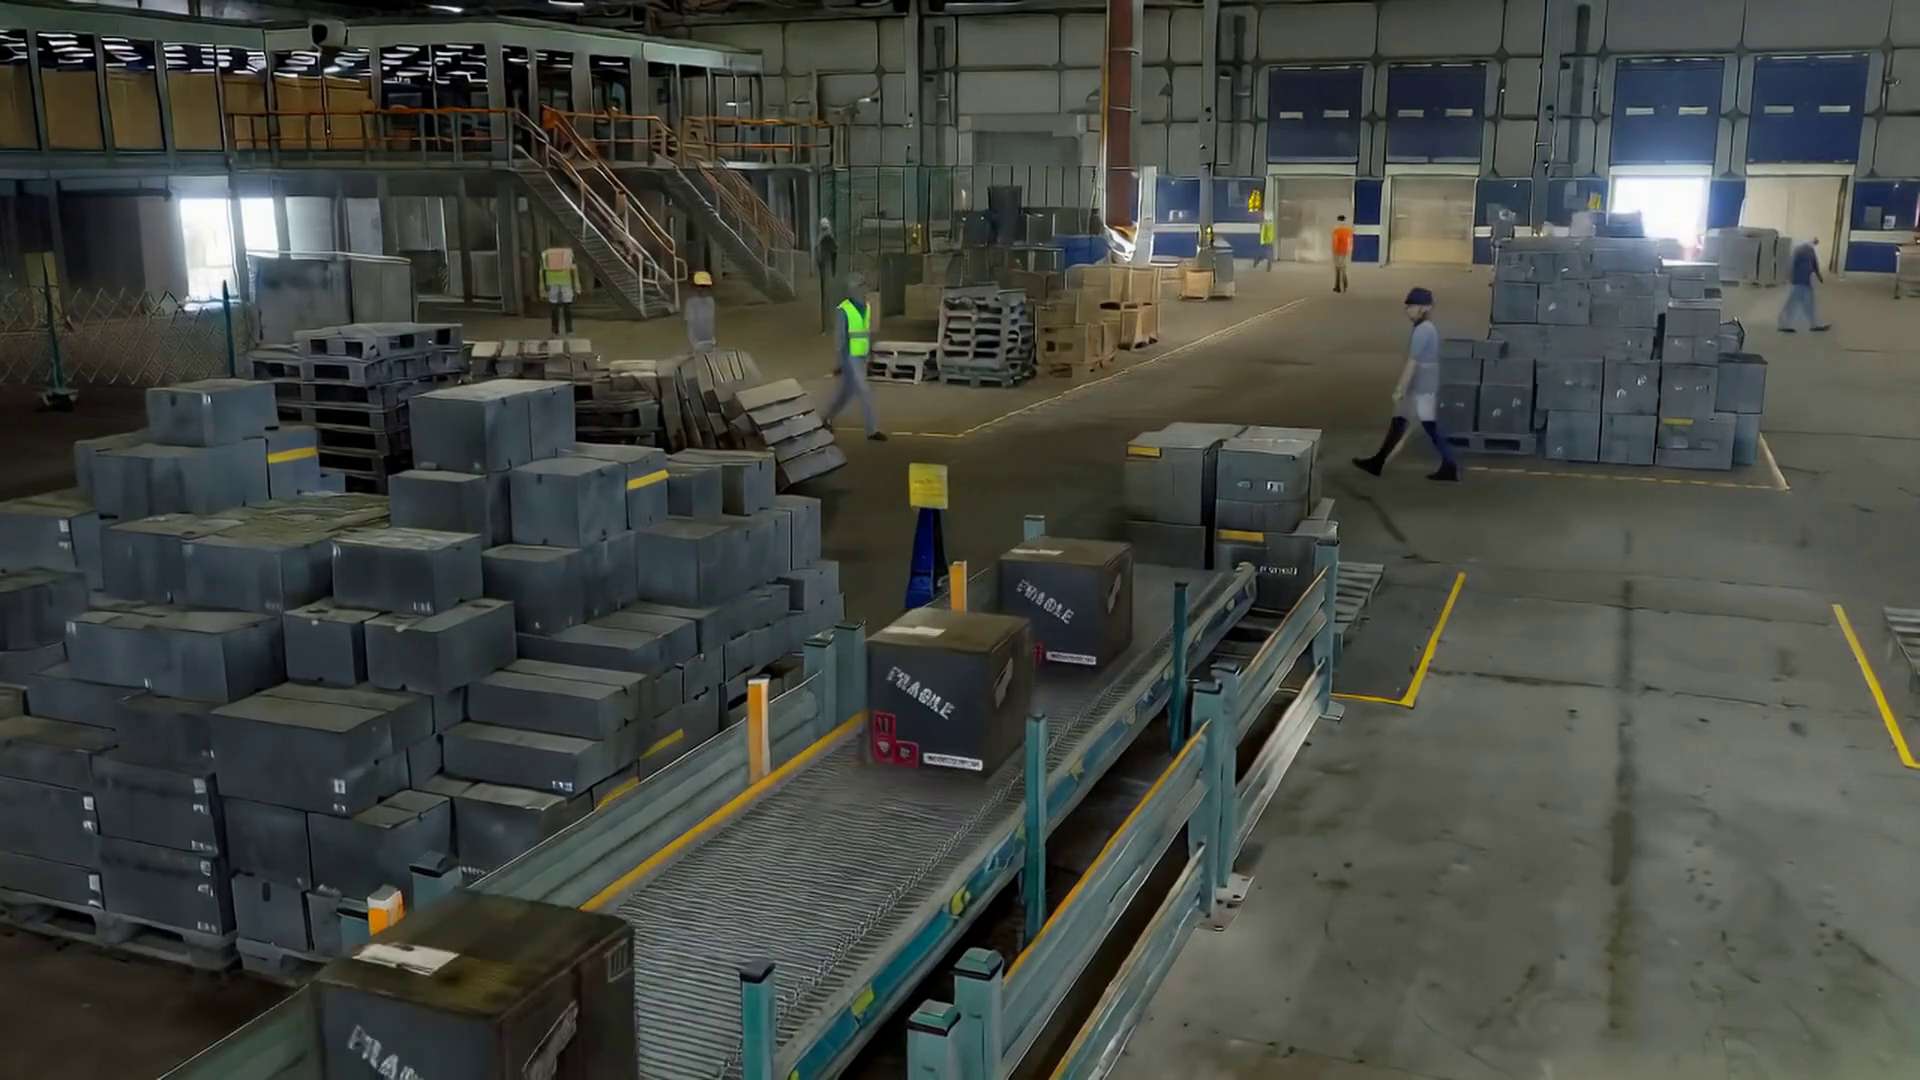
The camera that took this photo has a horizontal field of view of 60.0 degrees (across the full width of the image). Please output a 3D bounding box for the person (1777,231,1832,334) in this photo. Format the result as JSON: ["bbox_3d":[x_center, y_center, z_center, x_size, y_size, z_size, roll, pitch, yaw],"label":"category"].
[{"bbox_3d":[15.706,-4.760,30.780,0.996,1.883,0.643,9,16,36],"label":"person"}]

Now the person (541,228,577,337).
[{"bbox_3d":[-7.282,-4.673,30.212,0.601,1.967,0.369,0,13,1],"label":"person"}]

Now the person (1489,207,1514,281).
[{"bbox_3d":[14.707,-8.020,45.168,0.612,1.991,0.392,5,13,21],"label":"person"}]

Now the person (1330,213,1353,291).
[{"bbox_3d":[9.505,-7.169,41.501,0.576,1.925,0.408,-4,13,-17],"label":"person"}]

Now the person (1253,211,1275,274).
[{"bbox_3d":[8.899,-8.659,48.421,0.640,1.830,0.546,-11,17,-41],"label":"person"}]

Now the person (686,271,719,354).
[{"bbox_3d":[-3.202,-2.526,21.078,0.728,1.734,0.542,10,16,38],"label":"person"}]

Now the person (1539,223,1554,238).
[{"bbox_3d":[13.417,-6.408,38.399,0.978,1.784,0.631,6,14,26],"label":"person"}]

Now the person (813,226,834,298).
[{"bbox_3d":[-3.222,-6.553,39.240,0.512,1.693,0.889,-2,13,-7],"label":"person"}]

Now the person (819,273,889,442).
[{"bbox_3d":[-1.237,-2.064,18.725,0.943,1.883,0.598,6,14,27],"label":"person"}]

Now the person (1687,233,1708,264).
[{"bbox_3d":[13.916,-4.856,31.350,0.934,1.825,0.522,4,13,18],"label":"person"}]

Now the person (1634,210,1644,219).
[{"bbox_3d":[18.786,-8.177,46.128,0.953,1.882,0.613,2,13,9],"label":"person"}]

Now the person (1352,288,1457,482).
[{"bbox_3d":[4.417,-1.508,16.215,1.026,1.880,0.552,3,13,14],"label":"person"}]

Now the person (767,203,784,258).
[{"bbox_3d":[-6.474,-10.540,56.715,0.888,1.896,0.619,3,13,12],"label":"person"}]
